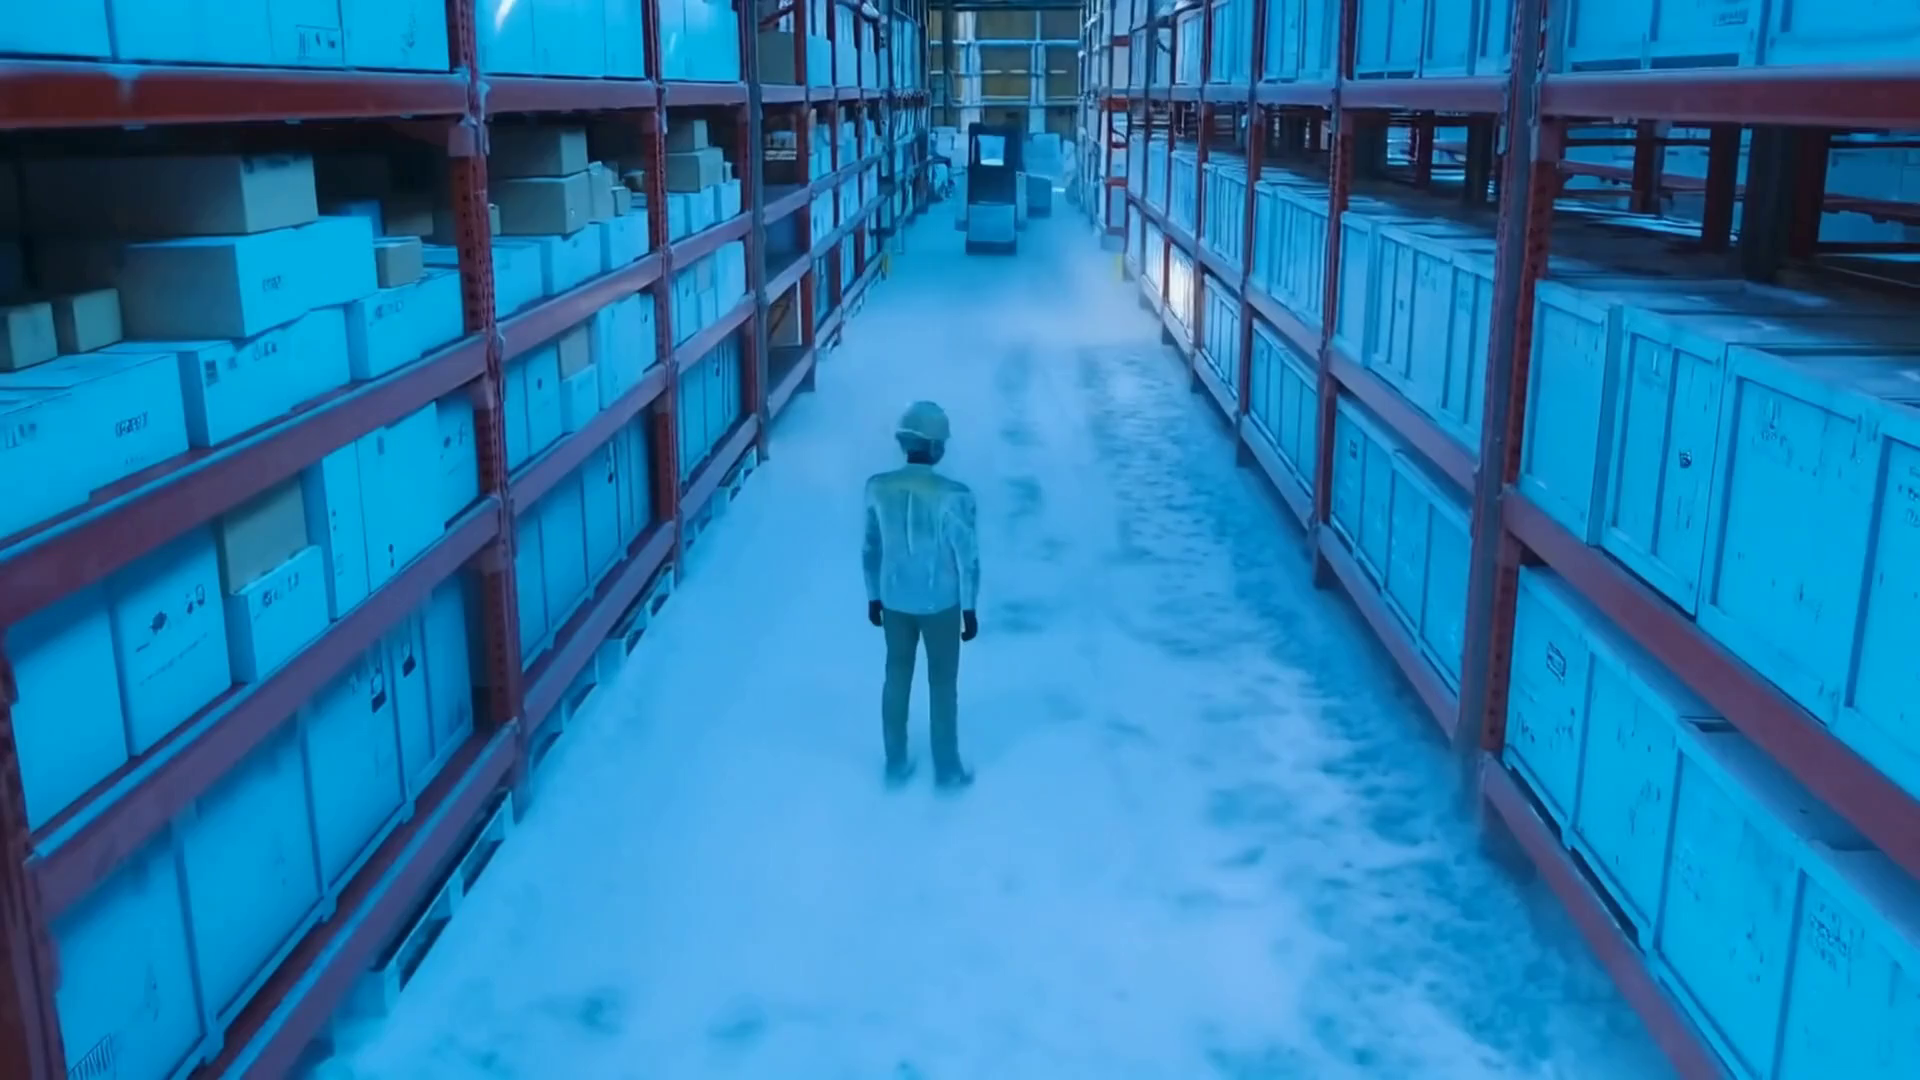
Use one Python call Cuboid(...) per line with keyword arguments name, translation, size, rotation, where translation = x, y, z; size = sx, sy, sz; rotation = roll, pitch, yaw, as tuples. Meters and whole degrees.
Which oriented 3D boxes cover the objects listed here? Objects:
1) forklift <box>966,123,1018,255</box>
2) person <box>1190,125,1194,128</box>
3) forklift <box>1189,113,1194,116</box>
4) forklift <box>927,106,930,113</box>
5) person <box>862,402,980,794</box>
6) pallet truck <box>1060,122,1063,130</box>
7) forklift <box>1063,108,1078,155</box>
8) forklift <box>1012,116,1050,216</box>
Cuboid(name="forklift", translation=(0.708, -7.741, 36.594), size=(1.129, 2.768, 1.873), rotation=(0, 15, 1))
Cuboid(name="person", translation=(11.753, -20.176, 84.770), size=(1.053, 1.890, 0.647), rotation=(6, 16, 21))
Cuboid(name="forklift", translation=(8.039, -13.232, 57.024), size=(1.129, 2.768, 1.873), rotation=(0, 15, 1))
Cuboid(name="forklift", translation=(-2.001, -20.667, 84.687), size=(1.129, 2.768, 1.873), rotation=(0, 15, 2))
Cuboid(name="person", translation=(-0.183, 0.292, 8.388), size=(0.623, 1.989, 0.400), rotation=(6, 16, 22))
Cuboid(name="pallet truck", translation=(5.788, -21.111, 88.014), size=(1.885, 1.965, 0.823), rotation=(5, 16, 18))
Cuboid(name="forklift", translation=(4.747, -17.102, 71.423), size=(1.873, 2.768, 1.129), rotation=(-6, 16, -22))
Cuboid(name="forklift", translation=(1.665, -10.739, 47.748), size=(1.873, 2.768, 1.129), rotation=(0, 15, 2))
